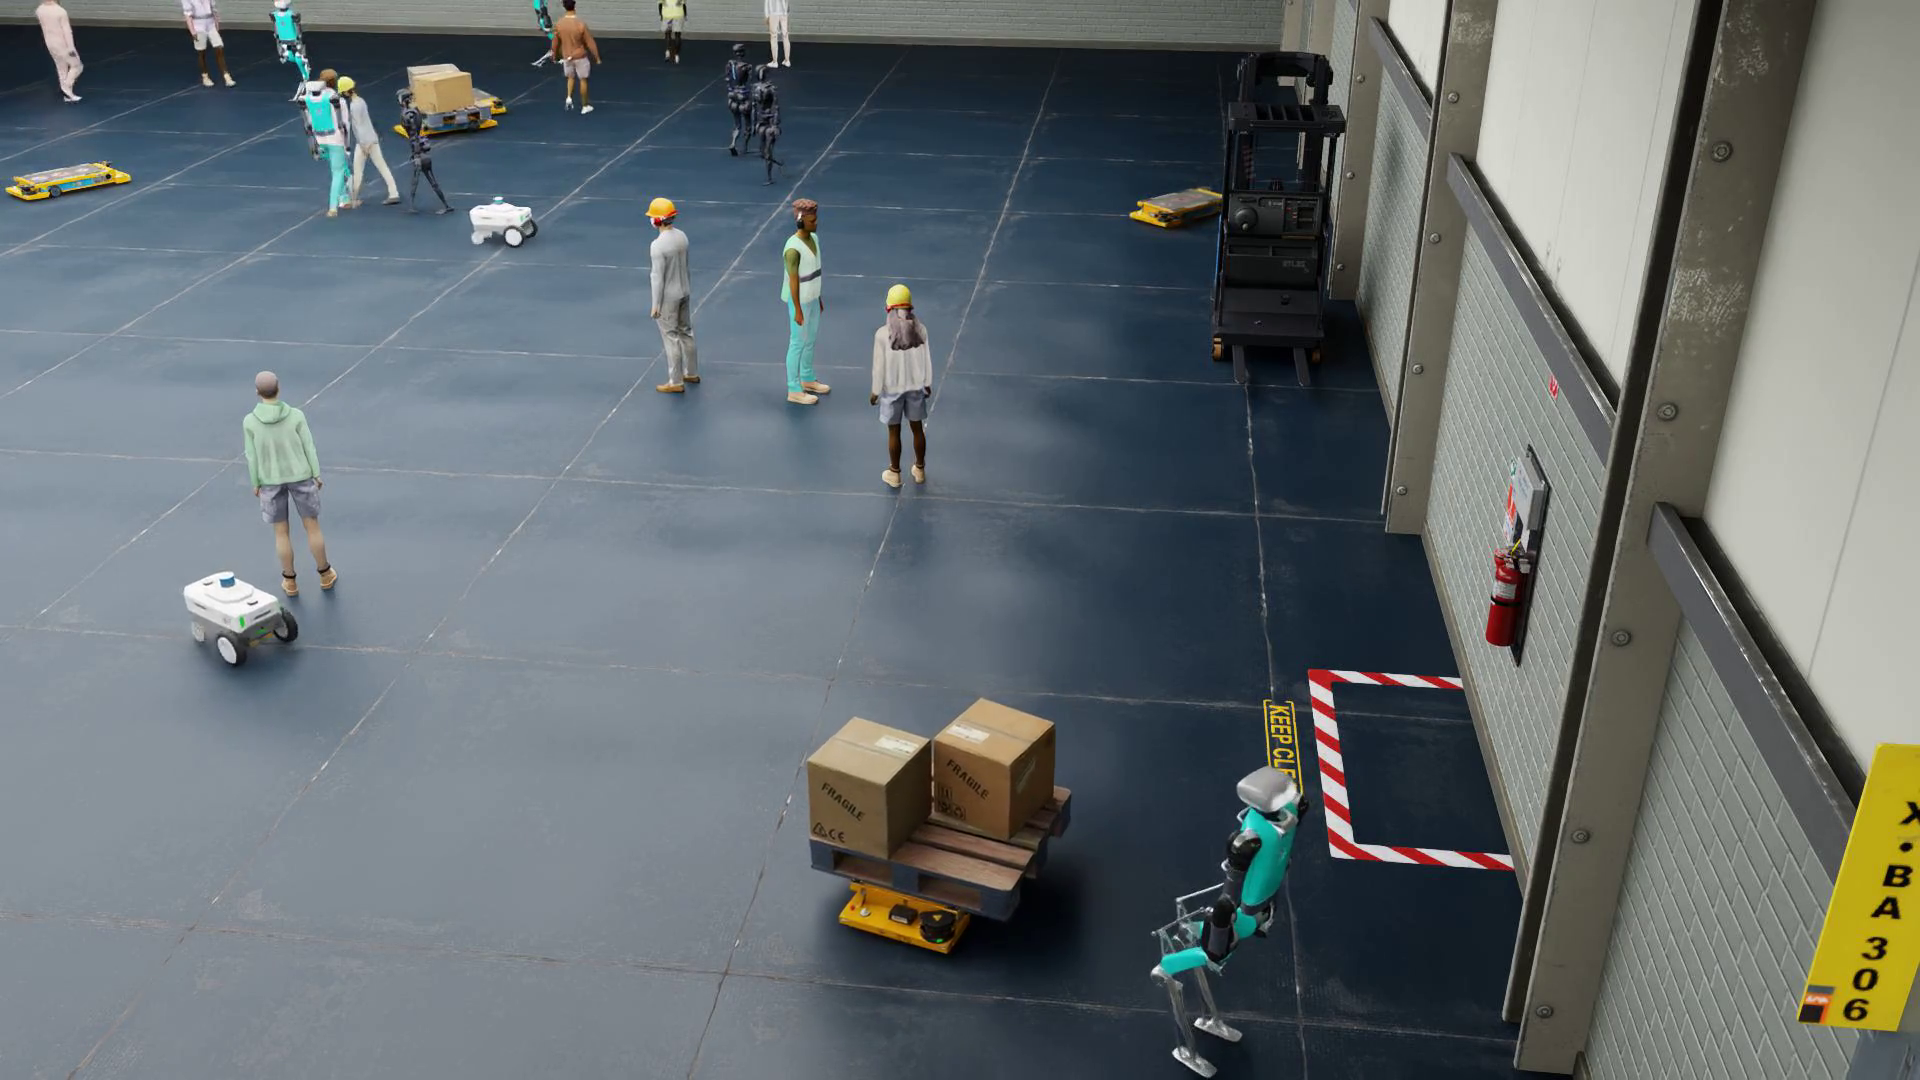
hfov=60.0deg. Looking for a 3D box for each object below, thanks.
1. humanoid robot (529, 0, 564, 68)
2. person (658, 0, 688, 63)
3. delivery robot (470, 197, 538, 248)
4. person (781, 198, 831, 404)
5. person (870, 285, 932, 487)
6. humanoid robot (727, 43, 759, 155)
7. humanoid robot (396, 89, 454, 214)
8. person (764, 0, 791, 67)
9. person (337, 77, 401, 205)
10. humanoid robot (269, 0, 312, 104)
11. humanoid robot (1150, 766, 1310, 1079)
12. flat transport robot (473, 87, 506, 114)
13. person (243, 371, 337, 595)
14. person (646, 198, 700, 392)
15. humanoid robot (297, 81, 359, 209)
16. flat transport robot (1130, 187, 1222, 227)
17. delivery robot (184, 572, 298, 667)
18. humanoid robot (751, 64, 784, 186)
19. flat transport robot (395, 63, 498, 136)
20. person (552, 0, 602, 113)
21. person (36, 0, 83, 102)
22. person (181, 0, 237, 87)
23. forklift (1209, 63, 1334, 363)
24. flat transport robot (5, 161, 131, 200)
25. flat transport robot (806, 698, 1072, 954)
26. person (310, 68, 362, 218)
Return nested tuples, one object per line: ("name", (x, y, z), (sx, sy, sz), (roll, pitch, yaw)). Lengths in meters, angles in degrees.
("humanoid robot", (-7.485, -9.487, 30.439), (1.014, 1.735, 0.549), (-14, 30, -25))
("person", (-5.362, -9.821, 31.172), (0.543, 1.671, 0.473), (-1, 27, -1))
("delivery robot", (-5.703, -3.970, 20.742), (0.791, 0.592, 0.499), (4, 27, 8))
("person", (-1.489, -2.276, 15.793), (0.388, 1.971, 0.479), (10, 28, 19))
("person", (-0.486, -1.285, 14.032), (0.544, 1.764, 0.400), (-9, 28, -18))
("humanoid robot", (-3.266, -6.510, 24.580), (0.604, 1.633, 0.486), (18, 32, 32))
("humanoid robot", (-7.079, -5.053, 21.686), (0.728, 1.634, 0.589), (-12, 29, -22))
("person", (-3.362, -9.689, 30.701), (0.495, 1.870, 0.402), (-11, 29, -21))
("person", (-7.949, -5.273, 22.055), (0.890, 1.695, 0.531), (1, 27, 1))
("humanoid robot", (-11.056, -8.151, 27.785), (0.548, 1.733, 1.029), (5, 27, 10))
("humanoid robot", (1.201, 1.762, 7.930), (0.767, 1.738, 0.533), (22, 34, 37))
("flat transport robot", (-8.160, -7.290, 27.692), (0.659, 0.231, 1.431), (-18, 32, -32))
("person", (-4.984, -0.413, 12.315), (0.484, 1.742, 0.315), (-10, 28, -20))
("person", (-2.791, -2.371, 16.068), (0.377, 1.888, 0.566), (12, 29, 23))
("humanoid robot", (-8.240, -5.131, 21.870), (0.540, 1.880, 0.785), (-2, 27, -5))
("flat transport robot", (2.971, -4.377, 21.876), (1.431, 0.231, 0.659), (-20, 33, -35))
("delivery robot", (-5.145, 0.503, 11.789), (0.747, 0.570, 0.499), (17, 31, 30))
("humanoid robot", (-2.632, -5.791, 23.140), (0.609, 1.644, 0.476), (23, 35, 38))
("flat transport robot", (-8.123, -6.592, 26.299), (1.431, 0.231, 0.659), (-19, 33, -34))
("person", (-6.279, -7.899, 27.154), (0.802, 1.839, 0.446), (6, 27, 12))
("person", (-15.064, -8.289, 27.875), (0.667, 1.887, 0.462), (9, 28, 17))
("person", (-13.094, -8.869, 28.906), (0.613, 2.004, 0.978), (-23, 35, -38))
("forklift", (3.241, -3.477, 17.183), (1.129, 2.768, 1.873), (3, 27, 6))
("flat transport robot", (-12.389, -4.990, 23.100), (0.659, 0.231, 1.431), (21, 33, 36))
("flat transport robot", (-0.083, 1.801, 9.544), (0.659, 0.231, 1.431), (11, 29, 21))
("person", (-8.213, -5.175, 21.688), (0.497, 1.882, 0.806), (8, 28, 16))
